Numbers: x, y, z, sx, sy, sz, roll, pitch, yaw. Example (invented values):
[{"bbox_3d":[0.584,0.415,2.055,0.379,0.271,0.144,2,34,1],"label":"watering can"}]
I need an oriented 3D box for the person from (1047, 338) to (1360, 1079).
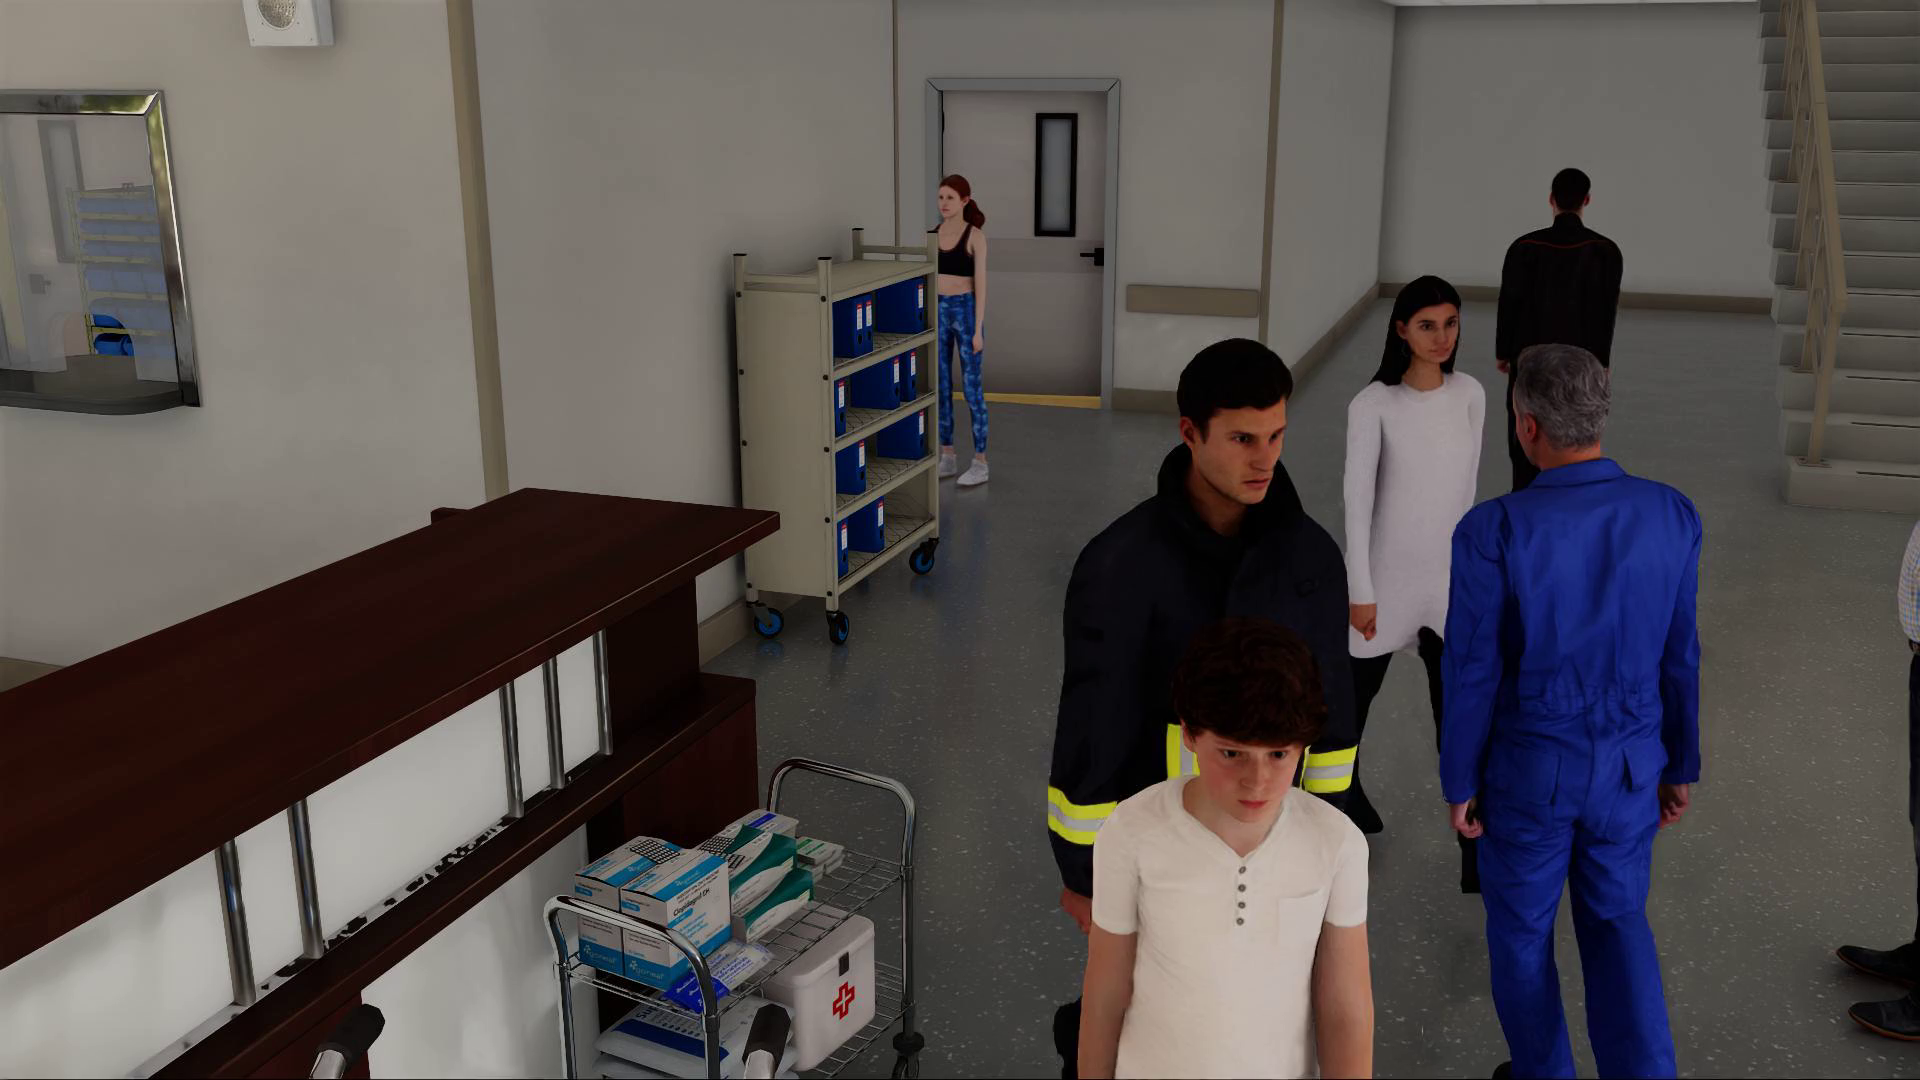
[{"bbox_3d":[0.410,0.542,3.231,1.267,1.889,1.312,-8,18,-26],"label":"person"}]

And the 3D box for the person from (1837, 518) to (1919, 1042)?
[{"bbox_3d":[2.456,0.347,4.052,0.730,1.817,0.511,7,17,24],"label":"person"}]

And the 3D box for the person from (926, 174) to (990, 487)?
[{"bbox_3d":[-0.022,-1.204,9.622,0.605,1.781,0.614,11,19,34],"label":"person"}]

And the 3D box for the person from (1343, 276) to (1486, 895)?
[{"bbox_3d":[1.277,0.120,4.969,1.046,1.757,1.233,-4,16,-14],"label":"person"}]

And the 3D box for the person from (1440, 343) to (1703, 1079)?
[{"bbox_3d":[1.289,0.527,3.441,0.903,1.803,0.991,0,16,1],"label":"person"}]

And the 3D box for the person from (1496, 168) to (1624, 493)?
[{"bbox_3d":[2.860,-0.800,8.001,0.740,1.883,1.042,4,16,15],"label":"person"}]

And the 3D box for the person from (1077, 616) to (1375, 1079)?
[{"bbox_3d":[0.382,0.877,2.553,0.914,1.611,1.231,-1,16,-3],"label":"person"}]
